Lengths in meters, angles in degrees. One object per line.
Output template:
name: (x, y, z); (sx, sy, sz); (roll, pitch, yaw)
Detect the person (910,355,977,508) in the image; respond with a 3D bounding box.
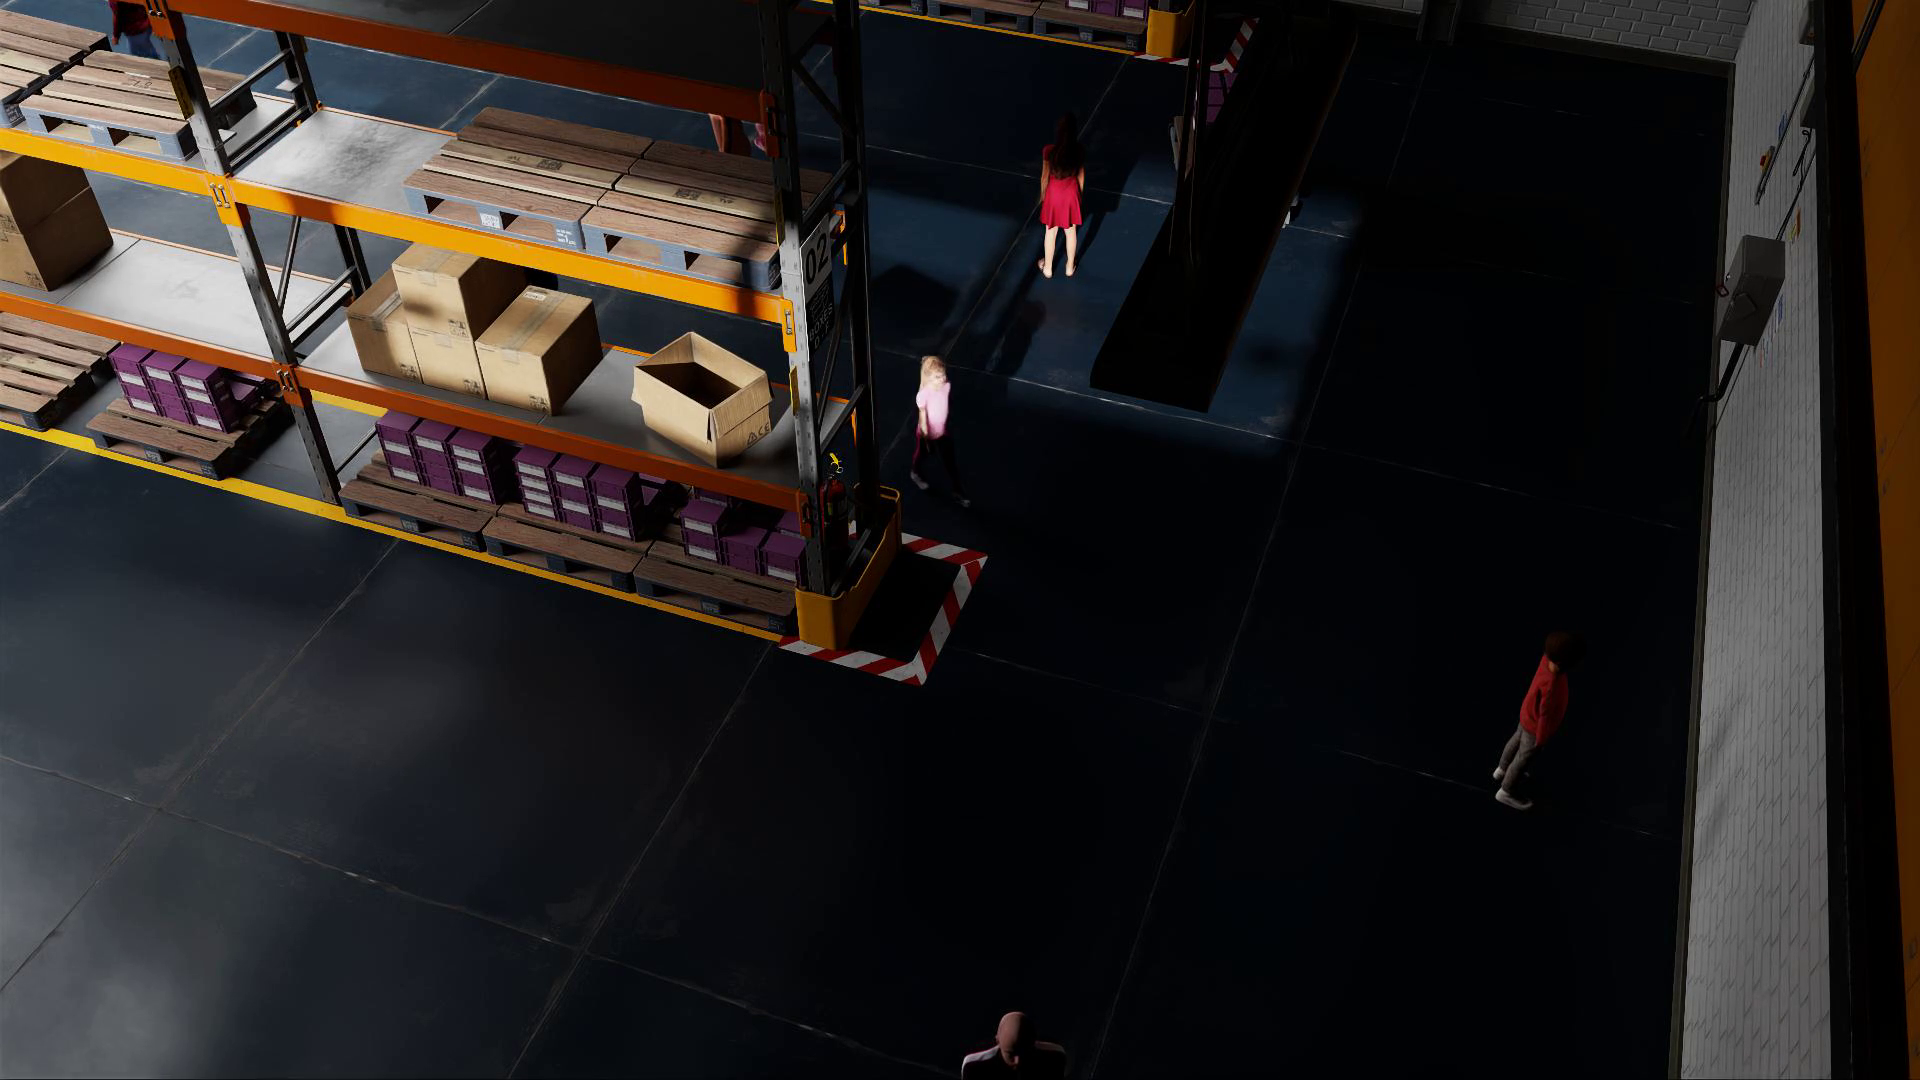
person: (-0.243, -0.830, 12.153); (0.761, 1.247, 0.927); (-30, 51, -27)

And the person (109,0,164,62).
person: (-7.926, -4.935, 16.207); (1.061, 1.597, 0.854); (-3, 44, -3)

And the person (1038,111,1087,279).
person: (0.867, -2.939, 14.146); (0.652, 1.551, 0.714); (-4, 44, -4)

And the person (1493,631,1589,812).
person: (3.484, 1.062, 10.043); (0.500, 1.417, 0.546); (8, 44, 9)

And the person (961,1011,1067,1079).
person: (0.242, 2.771, 7.945); (0.695, 1.837, 0.816); (-7, 44, -7)
